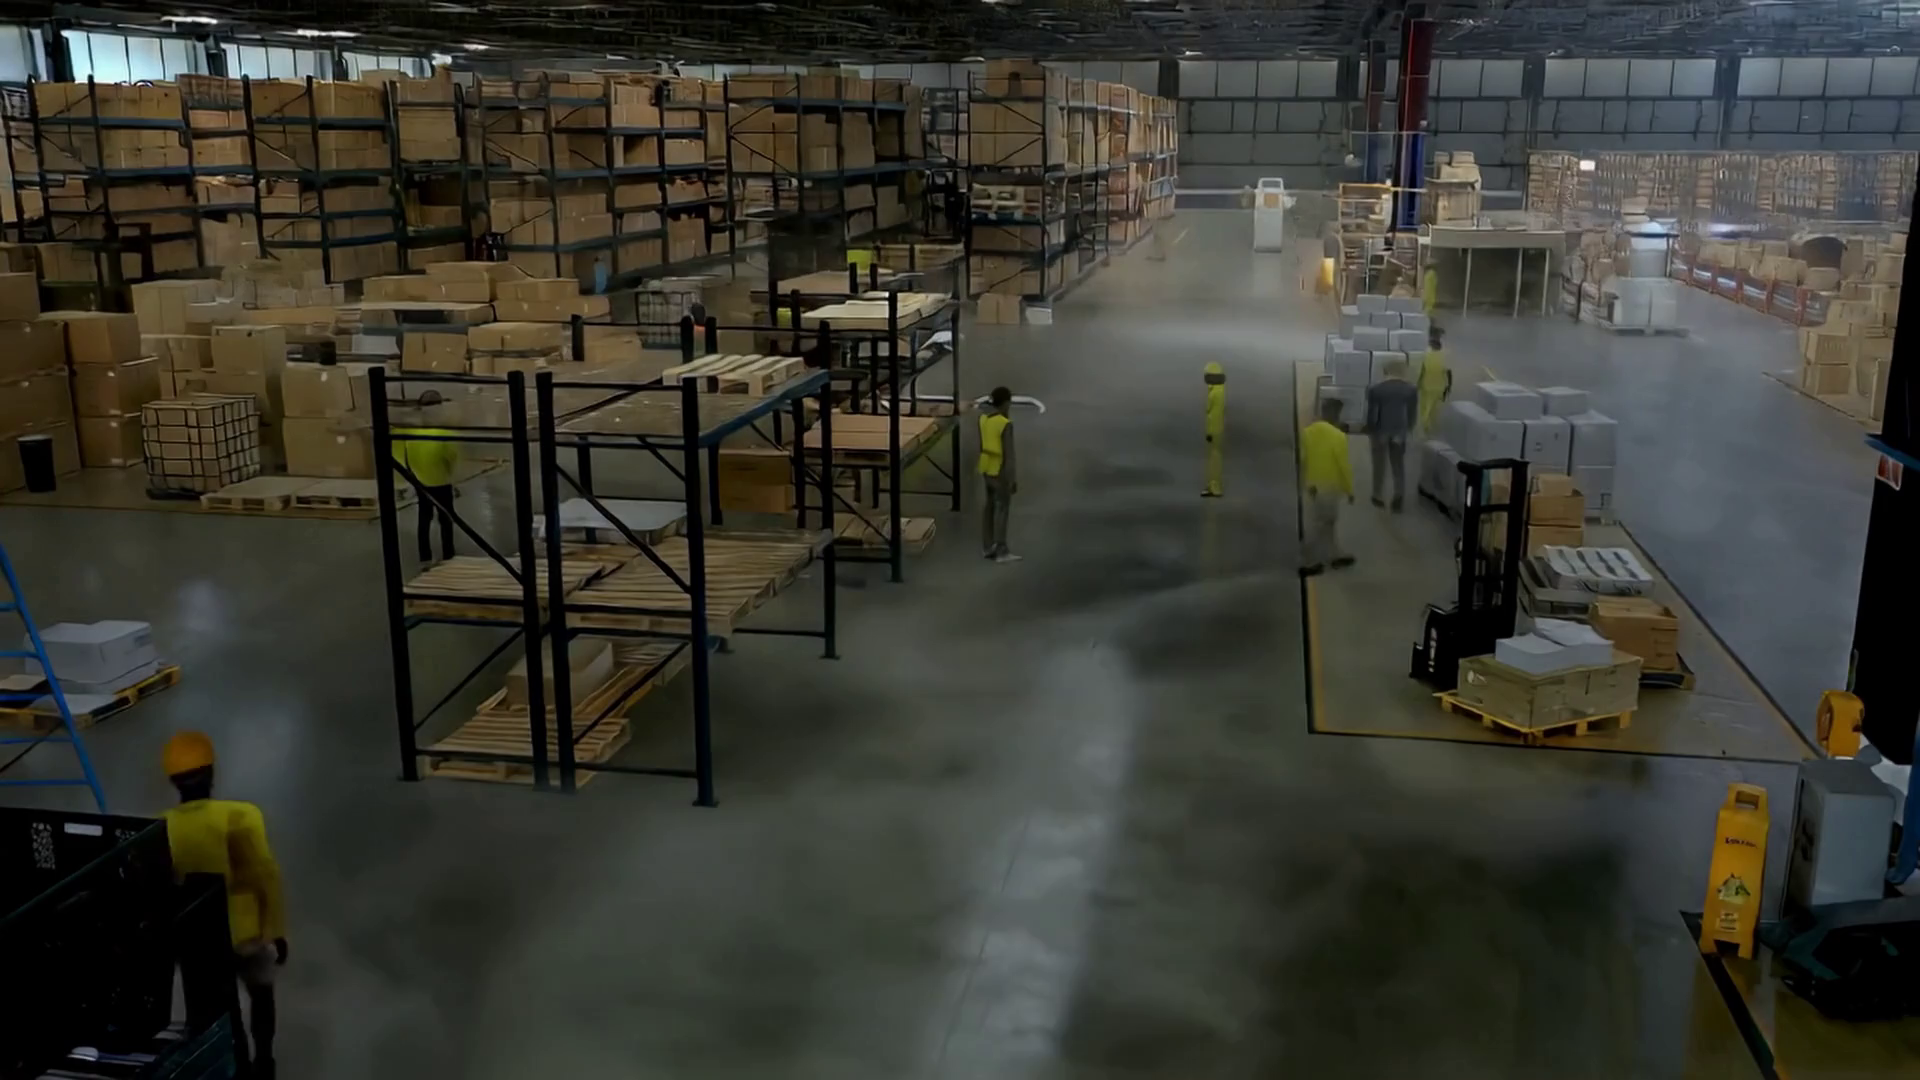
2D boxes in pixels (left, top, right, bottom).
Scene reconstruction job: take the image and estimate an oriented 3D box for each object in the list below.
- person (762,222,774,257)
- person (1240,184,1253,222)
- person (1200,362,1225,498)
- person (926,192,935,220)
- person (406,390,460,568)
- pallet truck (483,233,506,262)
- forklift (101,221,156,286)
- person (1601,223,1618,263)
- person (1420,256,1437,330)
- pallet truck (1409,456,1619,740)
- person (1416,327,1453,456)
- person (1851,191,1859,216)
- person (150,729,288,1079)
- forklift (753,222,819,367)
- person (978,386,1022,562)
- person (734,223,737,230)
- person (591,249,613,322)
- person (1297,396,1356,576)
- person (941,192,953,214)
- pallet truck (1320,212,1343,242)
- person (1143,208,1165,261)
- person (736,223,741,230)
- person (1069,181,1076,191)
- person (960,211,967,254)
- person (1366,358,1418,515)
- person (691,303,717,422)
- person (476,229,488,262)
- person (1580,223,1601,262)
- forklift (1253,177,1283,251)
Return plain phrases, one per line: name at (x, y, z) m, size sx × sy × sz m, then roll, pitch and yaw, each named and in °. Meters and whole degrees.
person at (-6.613, -10.516, 57.963) m, size 0.601 × 1.891 × 0.865 m, roll -3°, pitch 14°, yaw -12°
person at (14.719, -17.291, 85.328) m, size 0.628 × 1.954 × 1.003 m, roll -4°, pitch 14°, yaw -16°
person at (3.227, -1.405, 21.246) m, size 0.323 × 1.743 × 0.489 m, roll 4°, pitch 15°, yaw 17°
person at (-1.549, -17.627, 87.111) m, size 0.578 × 1.753 × 0.338 m, roll -10°, pitch 17°, yaw -36°
person at (-5.628, -0.647, 17.825) m, size 0.584 × 1.918 × 0.409 m, roll 3°, pitch 14°, yaw 12°
pallet truck at (-11.832, -7.026, 43.548) m, size 1.885 × 1.965 × 0.823 m, roll 8°, pitch 16°, yaw 28°
forklift at (-16.772, -5.071, 33.793) m, size 1.129 × 2.768 × 1.873 m, roll 3°, pitch 14°, yaw 10°
person at (21.204, -9.506, 54.323) m, size 0.537 × 1.647 × 0.880 m, roll 3°, pitch 14°, yaw 14°
person at (10.225, -5.247, 36.463) m, size 0.471 × 1.922 × 0.560 m, roll 3°, pitch 14°, yaw 10°
pallet truck at (4.504, 0.400, 13.395) m, size 0.823 × 1.965 × 1.885 m, roll -6°, pitch 15°, yaw -23°
person at (6.788, -2.153, 24.082) m, size 0.734 × 1.845 × 0.522 m, roll -6°, pitch 15°, yaw -21°
person at (42.738, -15.699, 79.178) m, size 0.971 × 1.802 × 0.576 m, roll 4°, pitch 15°, yaw 18°
person at (-3.474, 1.833, 7.777) m, size 0.570 × 1.896 × 0.617 m, roll -5°, pitch 15°, yaw -21°
forklift at (-3.418, -4.964, 33.356) m, size 1.129 × 2.768 × 1.873 m, roll 3°, pitch 14°, yaw 10°
person at (0.418, -0.717, 18.093) m, size 0.387 × 1.919 × 0.594 m, roll -8°, pitch 16°, yaw -30°
person at (-9.460, -13.189, 69.314) m, size 0.282 × 1.634 × 0.498 m, roll 5°, pitch 15°, yaw 19°
person at (-8.618, -6.026, 39.788) m, size 0.449 × 1.852 × 0.544 m, roll 6°, pitch 15°, yaw 24°
person at (3.958, -0.565, 17.496) m, size 0.882 × 1.902 × 0.647 m, roll -5°, pitch 15°, yaw -18°
person at (-0.697, -17.309, 85.735) m, size 0.611 × 1.777 × 0.942 m, roll 2°, pitch 14°, yaw 9°
pallet truck at (15.874, -13.227, 70.310) m, size 0.680 × 1.201 × 1.601 m, roll 10°, pitch 17°, yaw 35°
person at (7.003, -10.938, 59.645) m, size 0.940 × 1.887 × 0.680 m, roll -8°, pitch 16°, yaw -28°
person at (-9.633, -13.829, 71.408) m, size 0.565 × 1.891 × 0.985 m, roll 0°, pitch 14°, yaw 1°
person at (6.092, -18.538, 90.462) m, size 0.571 × 1.908 × 0.477 m, roll -3°, pitch 14°, yaw -14°
person at (0.240, -11.733, 63.477) m, size 0.709 × 1.598 × 0.524 m, roll -12°, pitch 18°, yaw -40°
person at (5.303, -1.285, 20.444) m, size 0.629 × 1.901 × 0.929 m, roll 0°, pitch 14°, yaw 1°
person at (-4.087, -2.747, 26.234) m, size 0.368 × 1.967 × 0.600 m, roll 13°, pitch 19°, yaw 43°
person at (-14.776, -8.834, 51.630) m, size 0.310 × 1.636 × 0.523 m, roll 10°, pitch 17°, yaw 36°
person at (19.472, -8.857, 51.350) m, size 0.626 × 1.814 × 0.531 m, roll 3°, pitch 14°, yaw 12°
forklift at (12.083, -12.747, 64.956) m, size 1.129 × 2.768 × 1.873 m, roll 3°, pitch 14°, yaw 10°
